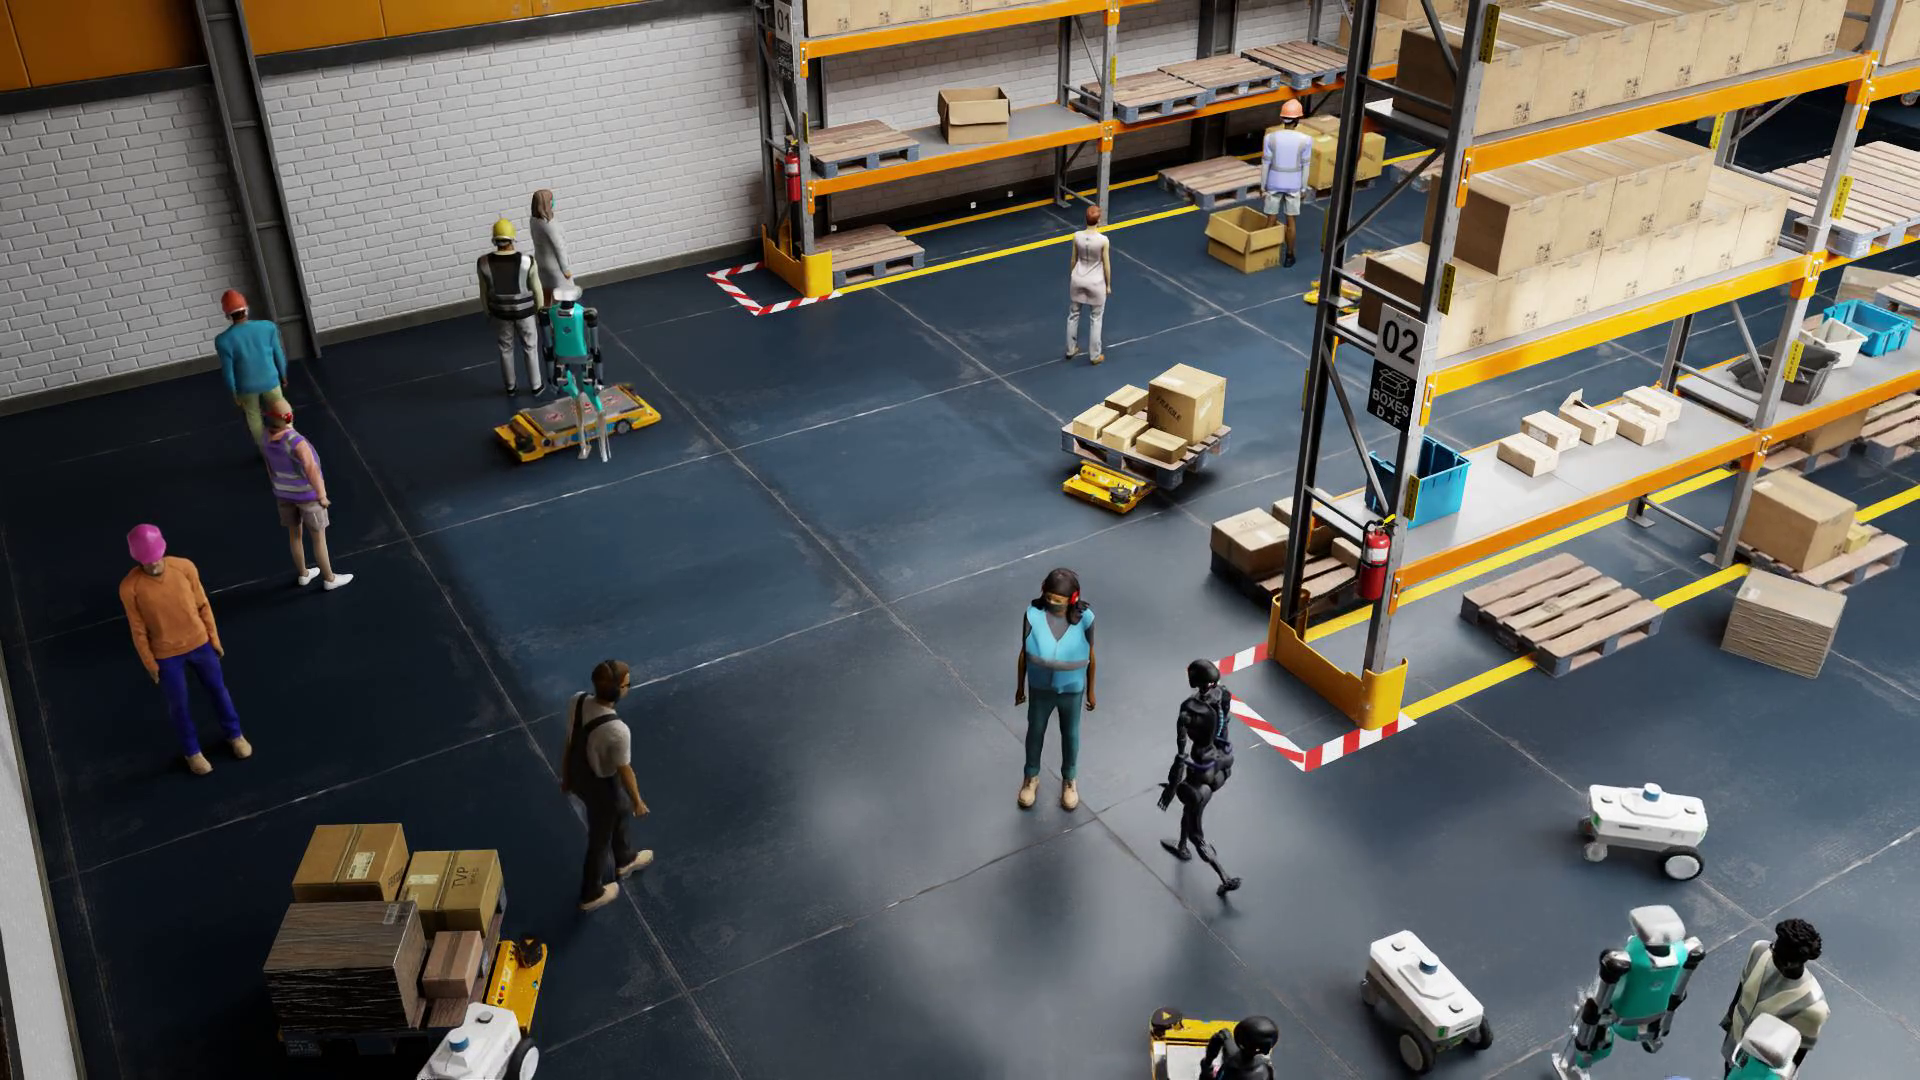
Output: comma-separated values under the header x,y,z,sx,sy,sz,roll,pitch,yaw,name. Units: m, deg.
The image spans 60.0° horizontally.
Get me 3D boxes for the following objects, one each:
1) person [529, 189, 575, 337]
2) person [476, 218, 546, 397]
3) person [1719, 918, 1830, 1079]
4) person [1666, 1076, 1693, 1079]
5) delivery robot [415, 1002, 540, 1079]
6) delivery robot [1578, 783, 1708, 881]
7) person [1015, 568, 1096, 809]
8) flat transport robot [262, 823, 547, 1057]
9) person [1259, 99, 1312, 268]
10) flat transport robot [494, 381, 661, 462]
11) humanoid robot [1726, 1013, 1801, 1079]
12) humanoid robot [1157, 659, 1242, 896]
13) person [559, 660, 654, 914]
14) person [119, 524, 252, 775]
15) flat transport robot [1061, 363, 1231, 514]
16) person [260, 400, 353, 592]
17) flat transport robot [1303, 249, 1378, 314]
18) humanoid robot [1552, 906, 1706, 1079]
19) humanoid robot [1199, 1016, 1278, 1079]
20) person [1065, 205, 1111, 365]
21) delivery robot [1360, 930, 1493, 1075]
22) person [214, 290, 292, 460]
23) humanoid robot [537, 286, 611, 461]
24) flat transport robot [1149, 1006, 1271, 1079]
x,y,z,sx,sy,sz,roll,pitch,yaw,name
-4.228,-2.852,17.321,0.483,1.660,0.337,27,41,36,person
-4.349,-2.246,16.209,0.593,1.821,0.403,-3,32,-5,person
4.149,2.601,8.594,0.320,1.693,0.532,-8,33,-12,person
3.017,3.180,7.627,0.629,1.729,0.444,-6,33,-10,person
-2.691,2.921,9.175,0.526,0.614,0.785,9,33,14,delivery robot
4.479,1.849,10.857,0.765,0.585,0.499,6,33,10,delivery robot
0.639,0.971,11.032,0.532,1.865,0.375,3,32,6,person
-3.229,2.651,9.855,1.431,0.231,0.659,-1,32,-2,flat transport robot
3.697,-4.059,18.992,0.544,1.933,0.372,7,33,10,person
-3.655,-1.142,15.905,1.431,0.231,0.659,-21,38,-29,flat transport robot
3.465,2.885,8.152,0.829,1.795,0.530,22,38,31,humanoid robot
1.572,1.479,10.448,0.713,1.647,0.600,26,41,35,humanoid robot
-2.129,1.499,10.243,0.768,1.804,0.528,-26,40,-35,person
-5.314,0.728,11.325,0.517,1.971,0.404,-24,39,-33,person
1.626,-0.695,15.192,0.659,0.231,1.431,23,39,32,flat transport robot
-5.280,-0.349,13.300,0.477,1.693,0.350,11,34,17,person
4.510,-2.902,18.712,0.659,0.231,1.431,23,39,32,flat transport robot
3.403,2.474,8.795,0.547,1.754,1.040,-6,33,-9,humanoid robot
1.371,2.891,8.156,0.551,1.647,0.609,-16,35,-23,humanoid robot
1.312,-2.594,16.920,0.437,1.651,0.288,16,35,23,person
2.676,2.634,9.608,0.499,0.587,0.791,-14,35,-21,delivery robot
-6.326,-1.430,14.979,0.562,1.725,0.666,-19,37,-27,person
-3.461,-1.539,15.174,0.540,1.821,0.659,0,32,1,humanoid robot
1.387,3.162,9.041,0.659,0.231,1.431,2,32,3,flat transport robot
